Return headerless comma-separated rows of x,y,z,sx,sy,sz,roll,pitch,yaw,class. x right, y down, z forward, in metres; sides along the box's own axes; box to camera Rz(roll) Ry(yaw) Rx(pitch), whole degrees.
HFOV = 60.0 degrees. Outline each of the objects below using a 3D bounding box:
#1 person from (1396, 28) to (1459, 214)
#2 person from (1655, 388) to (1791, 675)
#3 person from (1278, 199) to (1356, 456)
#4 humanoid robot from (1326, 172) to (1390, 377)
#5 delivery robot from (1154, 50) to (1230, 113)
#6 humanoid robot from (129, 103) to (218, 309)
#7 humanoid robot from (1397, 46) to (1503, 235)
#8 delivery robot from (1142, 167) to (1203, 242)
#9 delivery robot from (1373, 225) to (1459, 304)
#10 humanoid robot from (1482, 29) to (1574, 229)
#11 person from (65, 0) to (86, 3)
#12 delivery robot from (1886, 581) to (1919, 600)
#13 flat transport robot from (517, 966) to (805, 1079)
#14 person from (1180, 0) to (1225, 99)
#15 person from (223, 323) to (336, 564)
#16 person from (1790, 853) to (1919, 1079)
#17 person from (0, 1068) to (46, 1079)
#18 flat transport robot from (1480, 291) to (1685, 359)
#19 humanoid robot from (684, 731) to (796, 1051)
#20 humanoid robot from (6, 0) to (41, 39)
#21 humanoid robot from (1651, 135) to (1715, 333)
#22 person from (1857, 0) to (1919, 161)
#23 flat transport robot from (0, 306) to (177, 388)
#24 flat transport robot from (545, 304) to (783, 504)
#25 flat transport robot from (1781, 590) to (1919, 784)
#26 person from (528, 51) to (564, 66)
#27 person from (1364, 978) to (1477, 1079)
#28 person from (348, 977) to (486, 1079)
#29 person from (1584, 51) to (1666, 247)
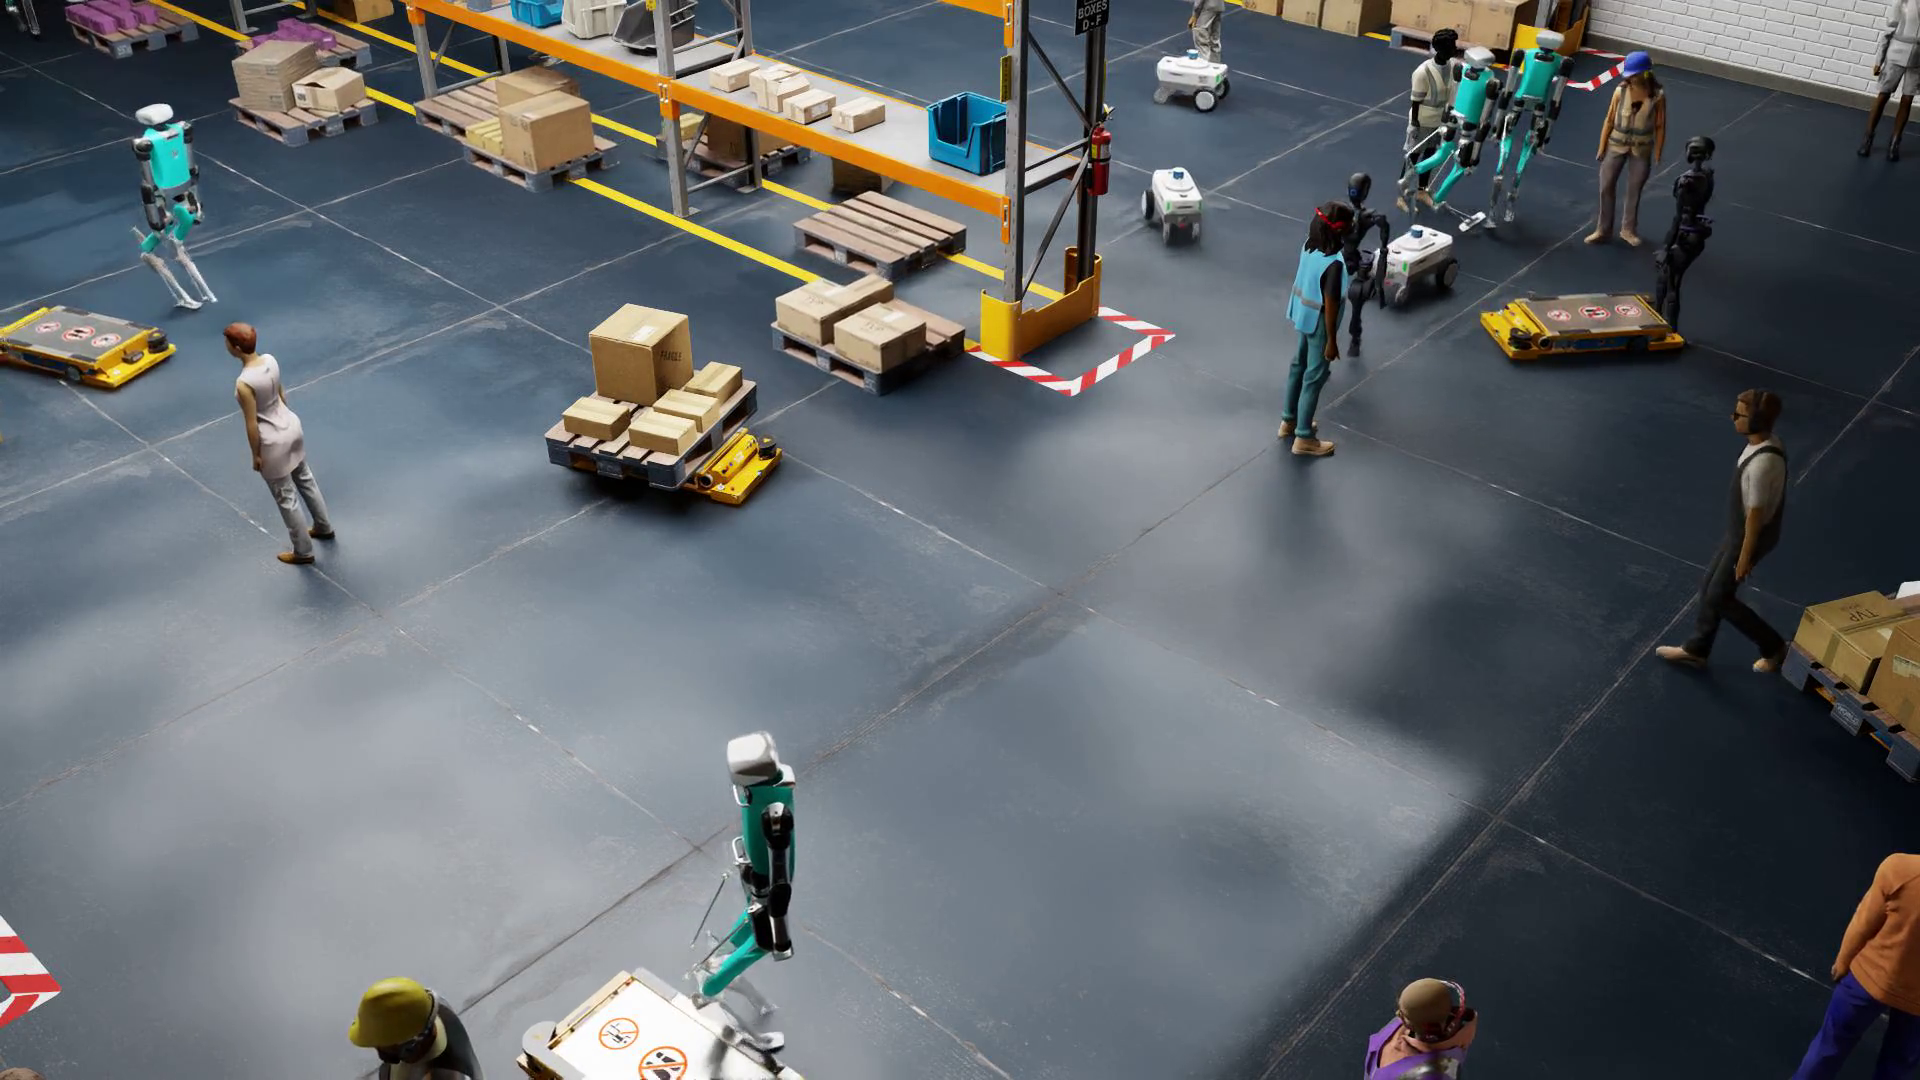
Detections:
4.253,-3.796,15.055,0.532,1.693,0.320,-20,39,-26,person
4.526,0.009,9.434,0.652,1.814,0.552,14,37,19,person
2.469,-1.475,11.541,0.370,1.865,0.541,-7,35,-9,person
2.953,-2.016,12.546,0.602,1.647,0.749,15,37,21,humanoid robot
2.473,-4.876,17.639,0.815,0.614,0.499,14,37,20,delivery robot
-6.402,-2.655,13.350,0.721,1.772,0.536,15,37,21,humanoid robot
4.220,-3.368,14.393,1.026,1.738,0.556,-16,38,-22,humanoid robot
1.949,-3.063,15.013,0.499,0.614,0.812,-3,35,-4,delivery robot
3.806,-2.352,13.964,0.791,0.592,0.499,-27,43,-33,delivery robot
4.920,-3.503,14.627,0.561,1.772,0.903,15,37,20,humanoid robot
-11.073,-7.474,20.227,0.433,1.876,0.685,10,36,15,person
5.931,0.448,9.926,0.785,0.614,0.499,-4,35,-5,delivery robot
-1.230,2.418,7.308,1.431,0.231,0.659,24,41,30,flat transport robot
2.603,-5.576,17.455,0.402,1.900,0.534,25,42,32,person
-4.315,-0.615,10.486,0.300,1.652,0.434,6,35,9,person
3.827,1.779,6.740,0.516,1.975,0.402,18,39,24,person
-3.161,2.470,6.006,0.338,1.660,0.482,16,38,22,person
4.972,-1.713,13.292,1.431,0.231,0.659,-4,35,-6,flat transport robot
-0.998,1.620,7.190,0.661,1.824,0.542,-9,36,-13,humanoid robot
-10.956,-6.598,19.118,0.534,1.773,1.015,-19,39,-25,humanoid robot
5.609,-2.330,12.957,0.537,1.642,0.615,28,44,35,humanoid robot
9.154,-4.634,16.069,0.547,1.927,0.389,14,37,19,person
-6.944,-1.530,13.027,1.431,0.231,0.659,13,37,18,flat transport robot
-2.038,-0.627,11.718,1.431,0.231,0.659,13,37,18,flat transport robot
5.400,0.973,9.400,0.659,0.231,1.431,-11,36,-16,flat transport robot
-4.685,-6.167,18.436,0.325,1.752,0.562,-26,42,-33,person
1.676,2.249,6.300,0.349,1.691,0.477,2,35,3,person
-1.916,2.260,6.174,0.403,1.820,0.594,-13,37,-18,person
5.826,-3.368,14.396,0.563,1.741,0.411,14,37,20,person
